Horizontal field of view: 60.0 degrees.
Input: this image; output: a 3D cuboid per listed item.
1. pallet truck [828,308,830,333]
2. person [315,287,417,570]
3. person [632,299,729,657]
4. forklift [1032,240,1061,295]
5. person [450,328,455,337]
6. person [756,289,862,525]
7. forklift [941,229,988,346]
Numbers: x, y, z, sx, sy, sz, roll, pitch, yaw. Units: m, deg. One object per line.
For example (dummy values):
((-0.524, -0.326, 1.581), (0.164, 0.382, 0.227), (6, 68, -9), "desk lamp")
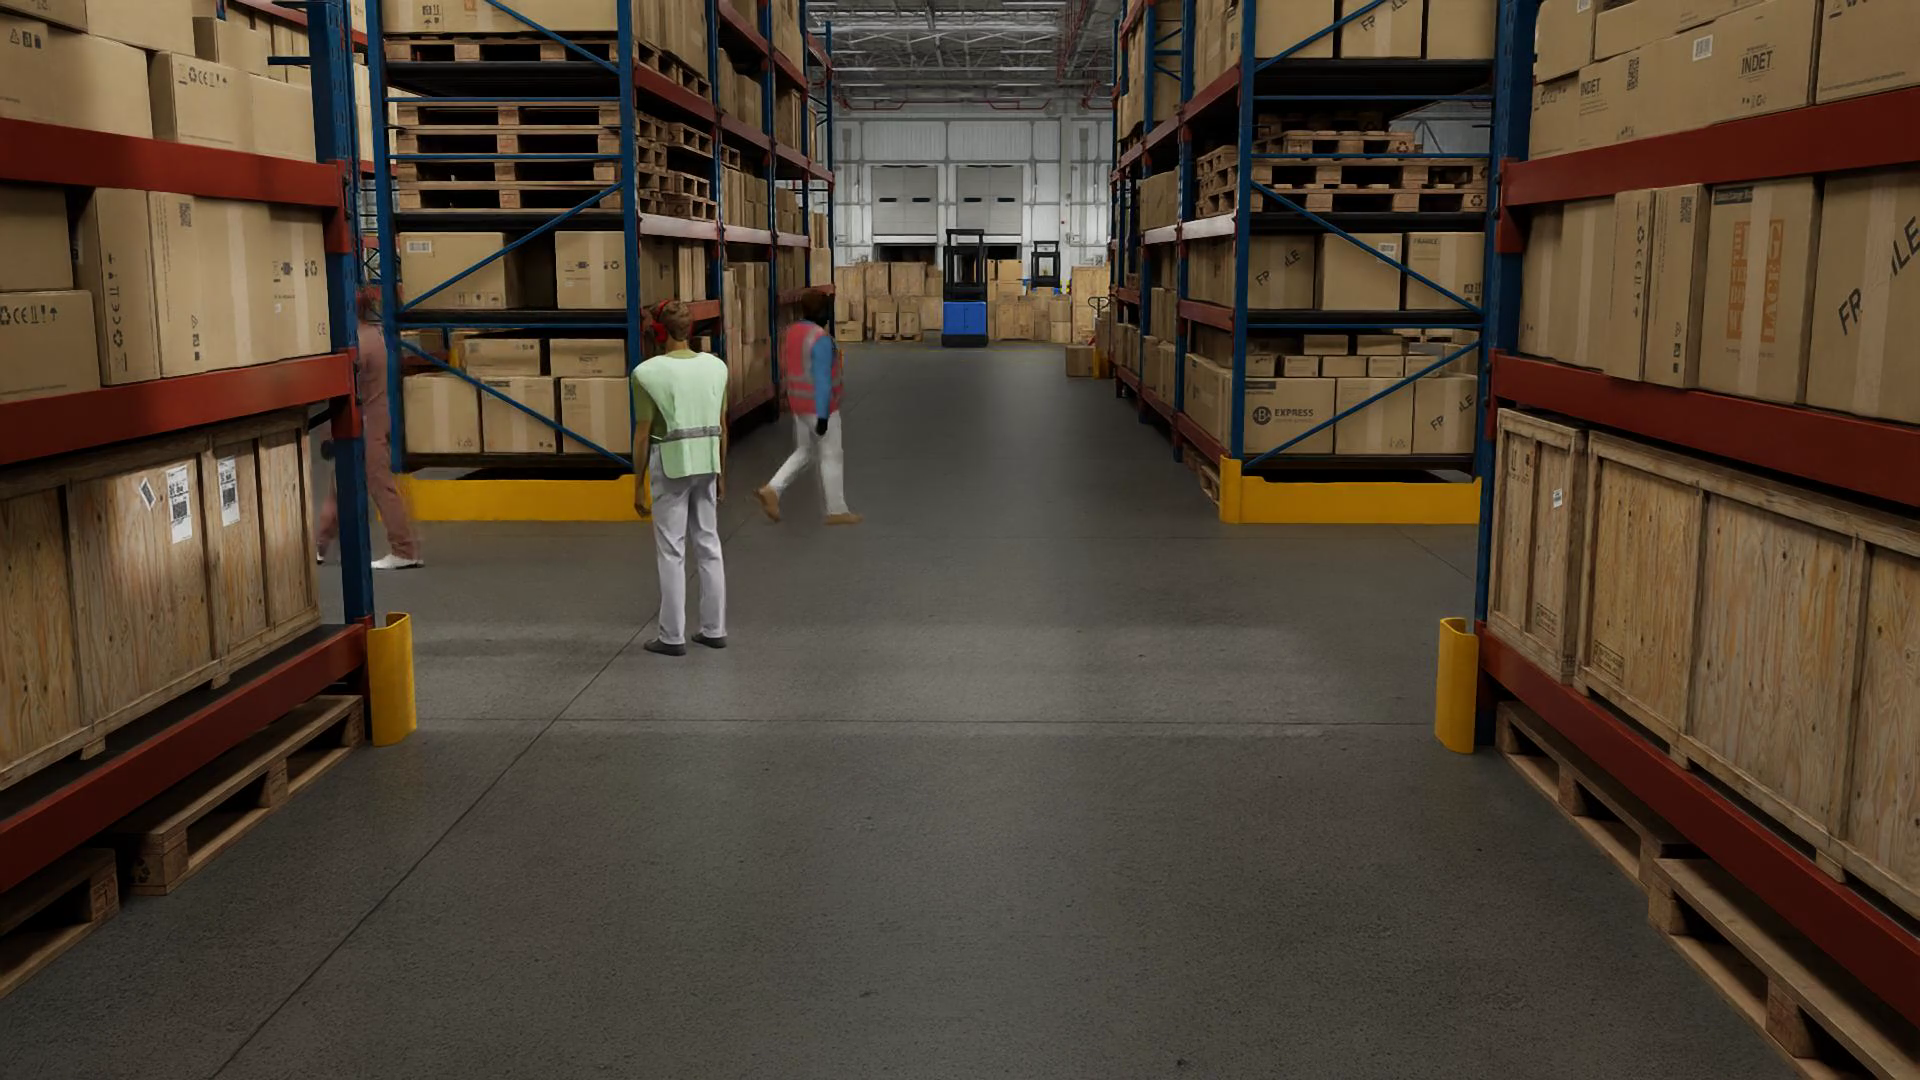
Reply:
((-3.100, -3.940, 29.800), (1.885, 1.965, 0.823), (3, 10, 19), "pallet truck")
((-4.047, -0.715, 10.871), (0.951, 1.860, 0.678), (-2, 10, -9), "person")
((-1.420, -0.315, 8.584), (0.559, 1.836, 0.392), (-9, 13, -42), "person")
((3.172, -9.648, 61.356), (1.129, 2.768, 1.873), (0, 9, 1), "forklift")
((-13.959, -6.468, 44.815), (0.699, 2.000, 0.845), (1, 10, 9), "person")
((-1.176, -1.007, 12.766), (0.729, 1.825, 0.645), (-6, 11, -32), "person")
((0.124, -6.117, 40.203), (1.129, 2.768, 1.873), (0, 9, 1), "forklift")
